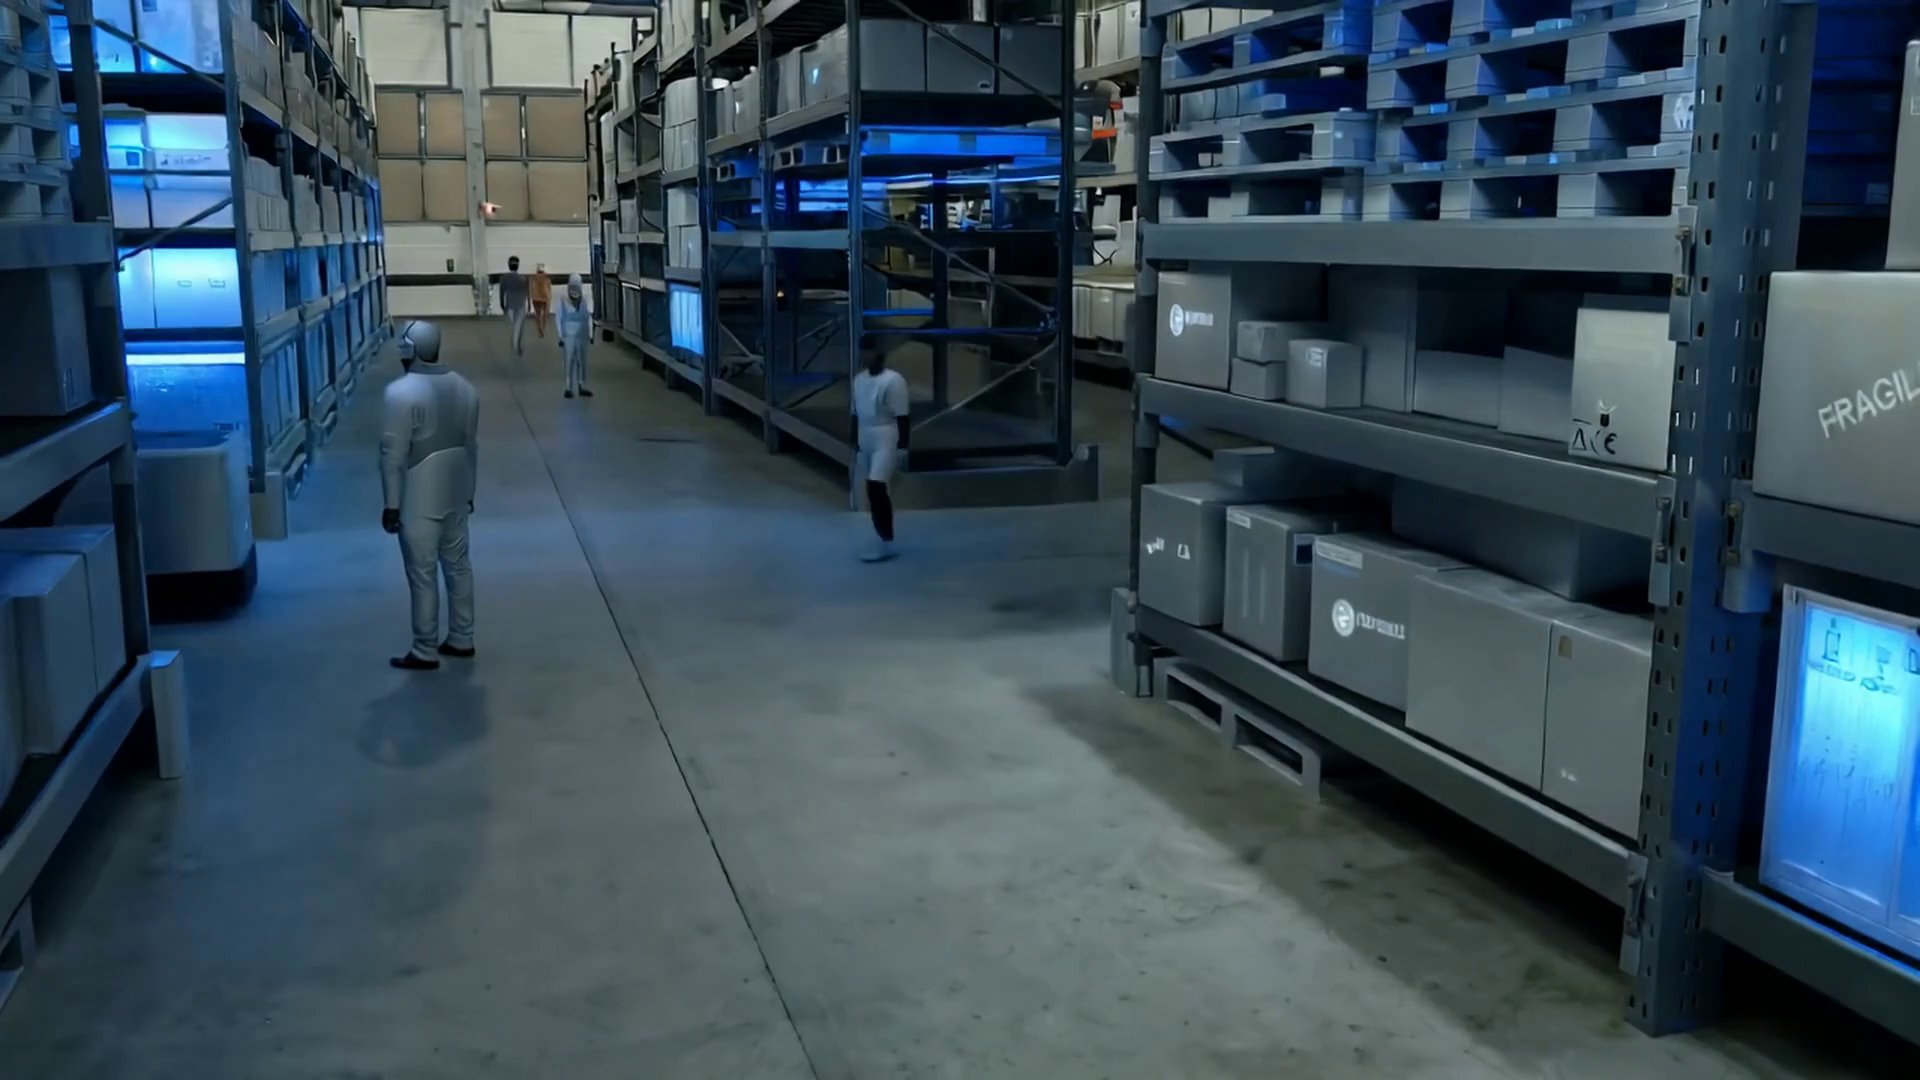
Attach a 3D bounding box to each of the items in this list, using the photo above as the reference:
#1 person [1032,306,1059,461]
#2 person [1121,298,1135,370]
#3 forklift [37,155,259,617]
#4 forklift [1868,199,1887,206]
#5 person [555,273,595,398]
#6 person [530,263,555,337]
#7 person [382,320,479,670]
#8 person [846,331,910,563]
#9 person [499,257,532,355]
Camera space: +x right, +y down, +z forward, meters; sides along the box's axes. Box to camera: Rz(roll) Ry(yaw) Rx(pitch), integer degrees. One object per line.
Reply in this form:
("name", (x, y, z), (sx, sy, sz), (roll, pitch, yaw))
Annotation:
("person", (0.955, -1.649, 17.563), (0.288, 1.626, 0.497), (-7, 12, -33))
("person", (2.374, -2.569, 21.818), (0.566, 1.904, 0.880), (-3, 11, -14))
("forklift", (-5.457, -0.940, 10.221), (1.873, 2.768, 1.129), (-3, 11, -18))
("forklift", (11.338, -2.915, 21.052), (1.129, 2.768, 1.873), (-3, 11, -17))
("person", (-5.625, -2.990, 24.364), (0.587, 1.823, 0.403), (-9, 14, -41))
("person", (-9.866, -5.643, 39.192), (0.527, 1.730, 0.891), (1, 10, 4))
("person", (-2.917, -0.246, 9.122), (0.400, 1.901, 0.646), (5, 11, 25))
("person", (-0.634, -0.657, 11.955), (0.543, 1.675, 0.560), (-9, 14, -41))
("person", (-8.899, -4.689, 33.364), (0.605, 1.936, 1.044), (-1, 10, -8))
